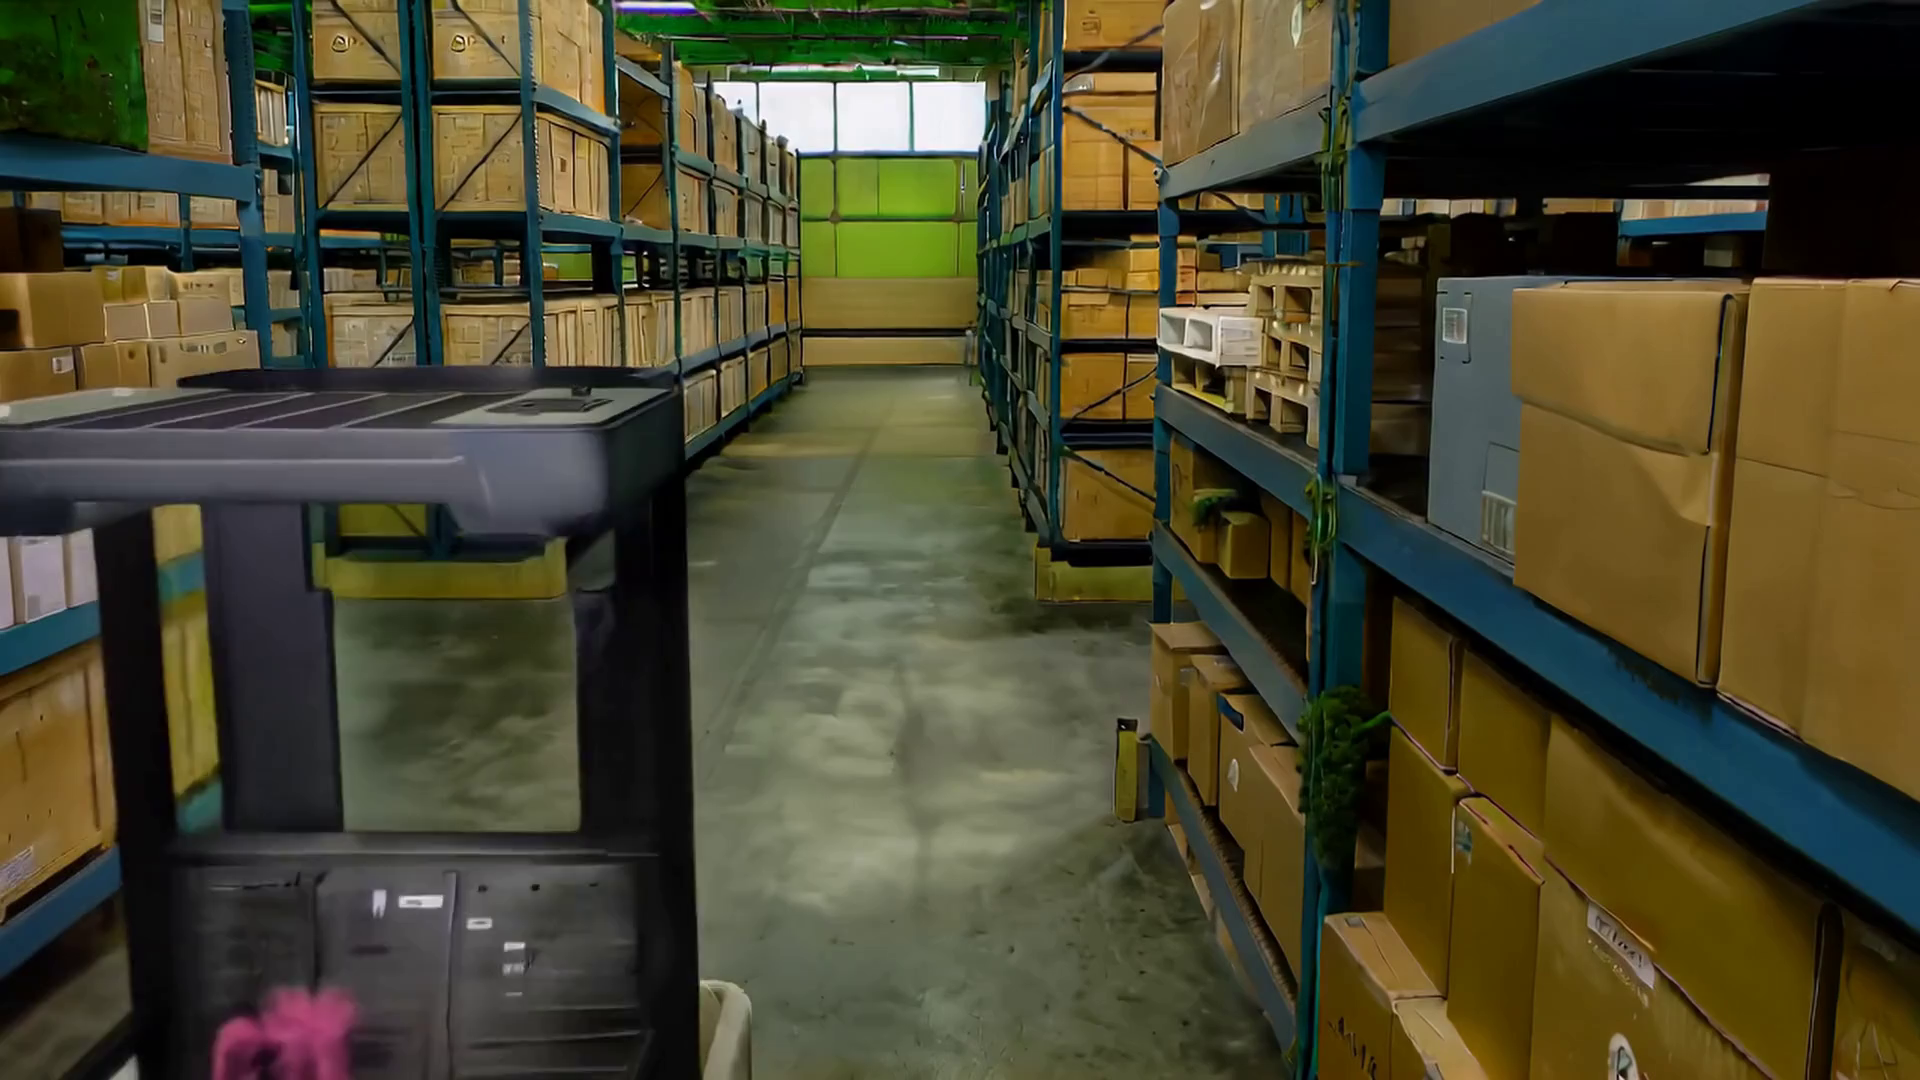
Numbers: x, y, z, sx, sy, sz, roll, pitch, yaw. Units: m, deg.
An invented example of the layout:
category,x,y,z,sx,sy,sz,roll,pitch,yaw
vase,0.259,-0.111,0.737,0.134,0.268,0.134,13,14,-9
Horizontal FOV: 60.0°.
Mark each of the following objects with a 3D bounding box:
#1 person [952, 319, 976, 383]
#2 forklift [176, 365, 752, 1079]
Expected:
category,x,y,z,sx,sy,sz,roll,pitch,yaw
person,0.194,-4.975,43.898,0.721,1.720,0.487,0,9,1
forklift,-1.069,1.015,3.633,1.129,2.768,1.873,0,9,-1
